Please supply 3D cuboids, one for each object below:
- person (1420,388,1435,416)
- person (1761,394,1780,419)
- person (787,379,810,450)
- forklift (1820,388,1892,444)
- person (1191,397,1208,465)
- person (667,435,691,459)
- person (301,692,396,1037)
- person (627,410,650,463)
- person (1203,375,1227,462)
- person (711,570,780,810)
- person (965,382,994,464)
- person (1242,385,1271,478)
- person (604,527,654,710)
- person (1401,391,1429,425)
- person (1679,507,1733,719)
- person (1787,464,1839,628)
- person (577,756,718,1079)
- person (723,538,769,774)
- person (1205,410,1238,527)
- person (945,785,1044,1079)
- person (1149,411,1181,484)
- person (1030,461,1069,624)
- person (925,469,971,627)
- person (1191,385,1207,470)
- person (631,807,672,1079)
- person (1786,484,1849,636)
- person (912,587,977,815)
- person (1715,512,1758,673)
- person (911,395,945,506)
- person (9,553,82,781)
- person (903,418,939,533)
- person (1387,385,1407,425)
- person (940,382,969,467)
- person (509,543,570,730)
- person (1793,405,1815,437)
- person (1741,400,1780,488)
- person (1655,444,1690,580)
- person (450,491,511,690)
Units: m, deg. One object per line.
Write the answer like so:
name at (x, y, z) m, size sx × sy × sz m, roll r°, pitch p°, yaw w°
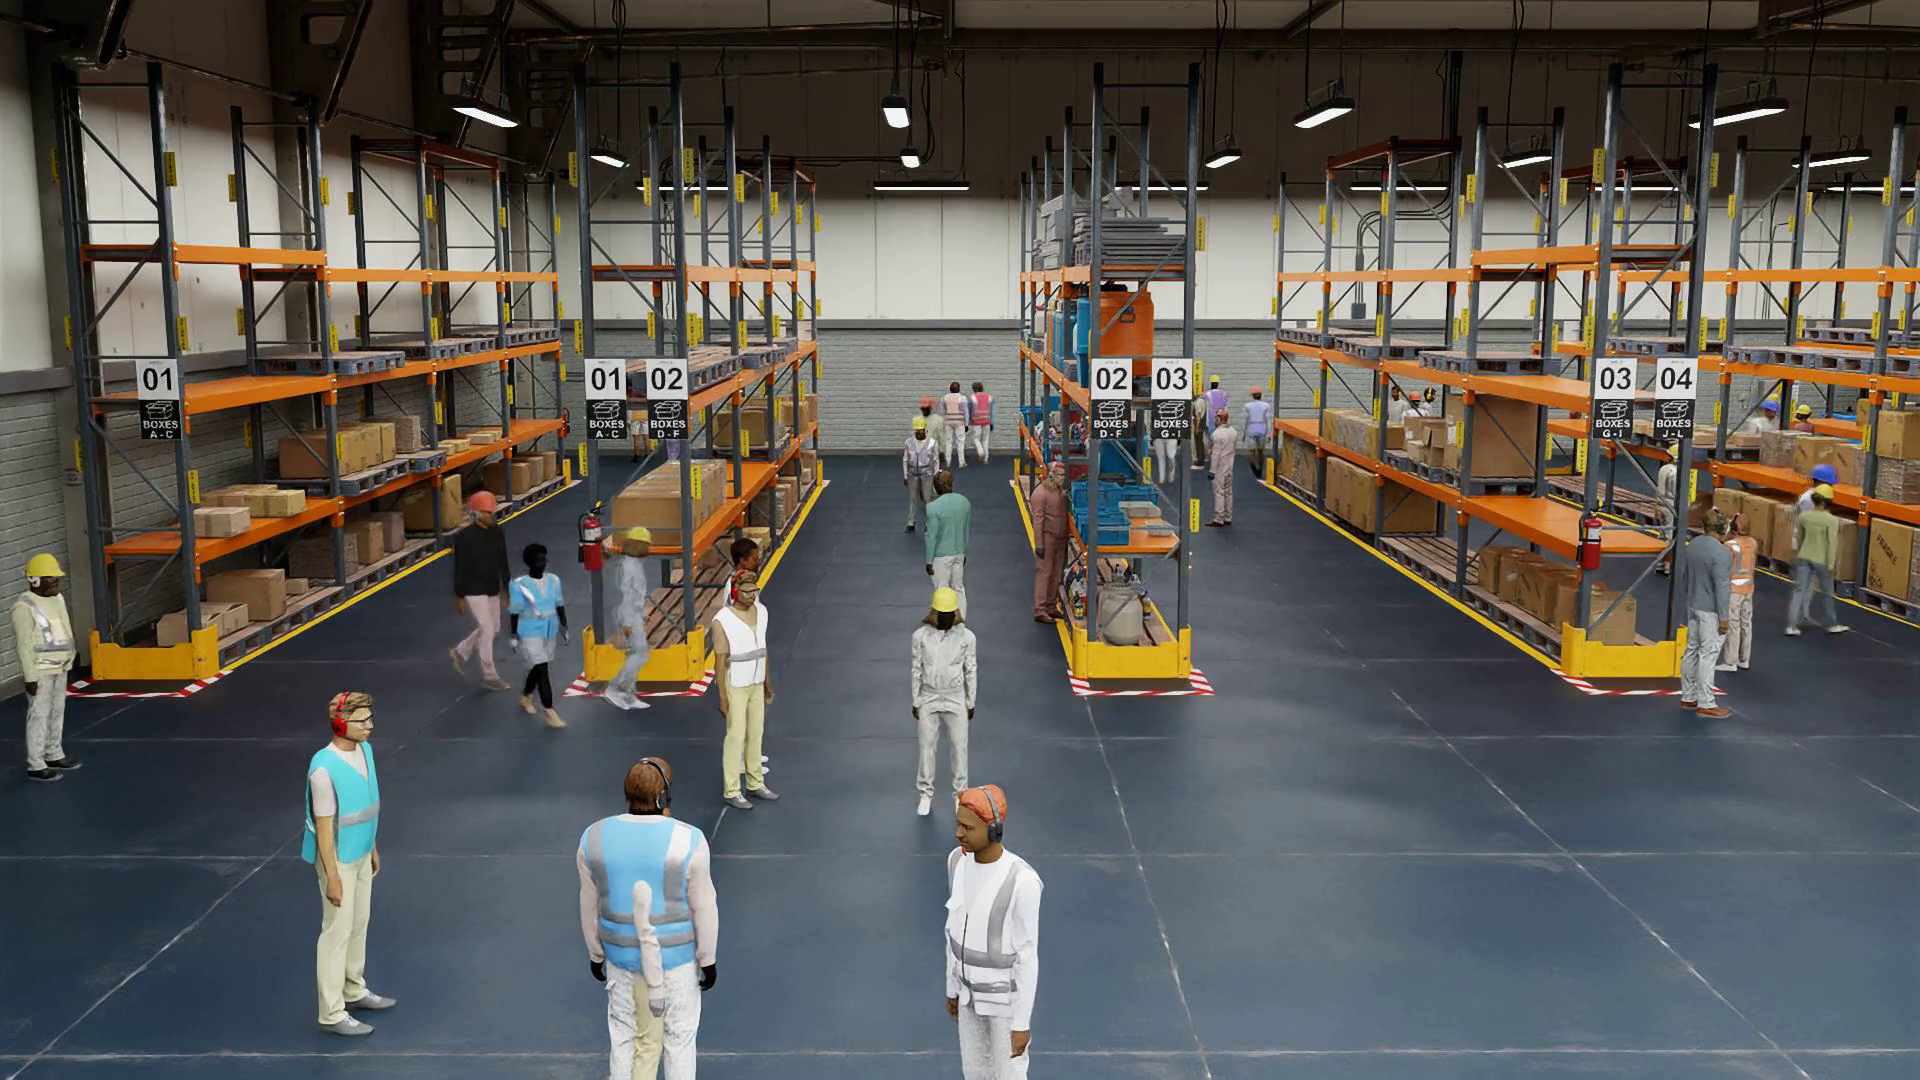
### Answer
person at (9.354, -2.113, 33.305) m, size 0.328 × 1.867 × 0.509 m, roll 1°, pitch 9°, yaw 5°
person at (16.335, -2.089, 33.577) m, size 0.317 × 1.733 × 0.491 m, roll 0°, pitch 9°, yaw -1°
person at (-3.367, -2.334, 34.359) m, size 0.636 × 1.973 × 0.513 m, roll 6°, pitch 11°, yaw 34°
forklift at (20.072, -3.110, 36.462) m, size 1.873 × 2.768 × 1.129 m, roll 0°, pitch 9°, yaw 0°
person at (5.106, -2.496, 36.220) m, size 0.487 × 1.717 × 0.595 m, roll -9°, pitch 12°, yaw -44°
person at (-4.510, -1.111, 26.637) m, size 0.371 × 1.934 × 0.627 m, roll 1°, pitch 9°, yaw 9°
person at (-3.278, 1.704, 8.854) m, size 0.392 × 1.836 × 0.561 m, roll 0°, pitch 9°, yaw 2°
person at (-7.064, -2.650, 36.554) m, size 0.543 × 1.928 × 0.374 m, roll -6°, pitch 11°, yaw -33°
person at (5.614, -2.682, 36.764) m, size 0.594 × 1.924 × 0.382 m, roll -3°, pitch 9°, yaw -19°
person at (-1.655, 1.123, 12.605) m, size 0.404 × 1.831 × 0.573 m, roll 5°, pitch 10°, yaw 32°
person at (0.457, -2.533, 36.170) m, size 0.680 × 1.817 × 0.559 m, roll -5°, pitch 10°, yaw -27°
person at (5.975, -2.160, 33.490) m, size 0.587 × 1.903 × 0.718 m, roll 1°, pitch 9°, yaw 9°
person at (-3.045, 0.730, 15.498) m, size 0.411 × 1.707 × 0.515 m, roll -1°, pitch 9°, yaw -8°
person at (8.528, -1.828, 31.280) m, size 0.547 × 1.929 × 0.384 m, roll 0°, pitch 9°, yaw -3°
person at (6.862, 0.657, 15.246) m, size 0.369 × 1.940 × 0.631 m, roll -1°, pitch 9°, yaw -5°
person at (9.807, 0.071, 19.090) m, size 0.632 × 1.918 × 0.457 m, roll -8°, pitch 12°, yaw -42°
person at (-1.405, 1.891, 7.618) m, size 0.635 × 1.842 × 0.429 m, roll 1°, pitch 9°, yaw 8°
person at (-1.766, 0.932, 13.533) m, size 0.392 × 1.922 × 0.593 m, roll -1°, pitch 9°, yaw -6°
person at (4.236, -1.168, 27.088) m, size 0.407 × 1.910 × 0.639 m, roll 7°, pitch 11°, yaw 38°
person at (0.127, 1.956, 7.098) m, size 0.357 × 1.879 × 0.574 m, roll -7°, pitch 11°, yaw -37°
person at (4.032, -1.993, 32.672) m, size 0.632 × 1.827 × 0.558 m, roll 2°, pitch 9°, yaw 16°
person at (1.085, 0.023, 19.483) m, size 0.401 × 1.896 × 0.650 m, roll 6°, pitch 11°, yaw 34°
person at (-0.145, 0.184, 18.334) m, size 0.372 × 1.930 × 0.631 m, roll 9°, pitch 12°, yaw 44°
person at (5.056, -2.400, 35.252) m, size 0.347 × 1.839 × 0.501 m, roll 2°, pitch 9°, yaw 12°
person at (-1.406, 1.990, 7.642) m, size 0.274 × 1.633 × 0.507 m, roll -2°, pitch 9°, yaw -11°
person at (9.648, 0.227, 18.698) m, size 0.824 × 1.718 × 0.533 m, roll -5°, pitch 10°, yaw -27°
person at (-0.118, 1.203, 12.395) m, size 0.487 × 1.738 × 0.320 m, roll 0°, pitch 9°, yaw 3°
person at (7.922, 0.536, 16.976) m, size 0.515 × 1.640 × 0.315 m, roll -6°, pitch 10°, yaw -32°
person at (-0.557, -1.604, 29.669) m, size 0.626 × 1.979 × 0.640 m, roll 2°, pitch 9°, yaw 14°
person at (-7.314, 1.011, 13.332) m, size 0.403 × 1.825 × 0.594 m, roll 0°, pitch 9°, yaw 1°
person at (-0.627, -1.020, 26.367) m, size 0.587 × 1.835 × 0.404 m, roll 2°, pitch 9°, yaw 12°
person at (8.994, -2.268, 34.338) m, size 0.334 × 1.860 × 0.499 m, roll -7°, pitch 11°, yaw -37°
person at (-0.103, -2.477, 35.719) m, size 0.627 × 1.844 × 0.429 m, roll 2°, pitch 9°, yaw 15°
person at (-3.821, 0.834, 15.021) m, size 0.864 × 1.660 × 0.539 m, roll 7°, pitch 11°, yaw 38°
person at (15.178, -1.555, 30.016) m, size 0.533 × 1.772 × 0.296 m, roll -4°, pitch 10°, yaw -27°
person at (14.262, -1.560, 29.650) m, size 0.613 × 1.903 × 0.897 m, roll 0°, pitch 9°, yaw -1°
person at (9.563, -0.381, 22.300) m, size 0.403 × 1.822 × 0.588 m, roll 0°, pitch 9°, yaw 2°
person at (-4.746, 0.475, 16.327) m, size 0.774 × 1.968 × 0.627 m, roll 5°, pitch 10°, yaw 29°
